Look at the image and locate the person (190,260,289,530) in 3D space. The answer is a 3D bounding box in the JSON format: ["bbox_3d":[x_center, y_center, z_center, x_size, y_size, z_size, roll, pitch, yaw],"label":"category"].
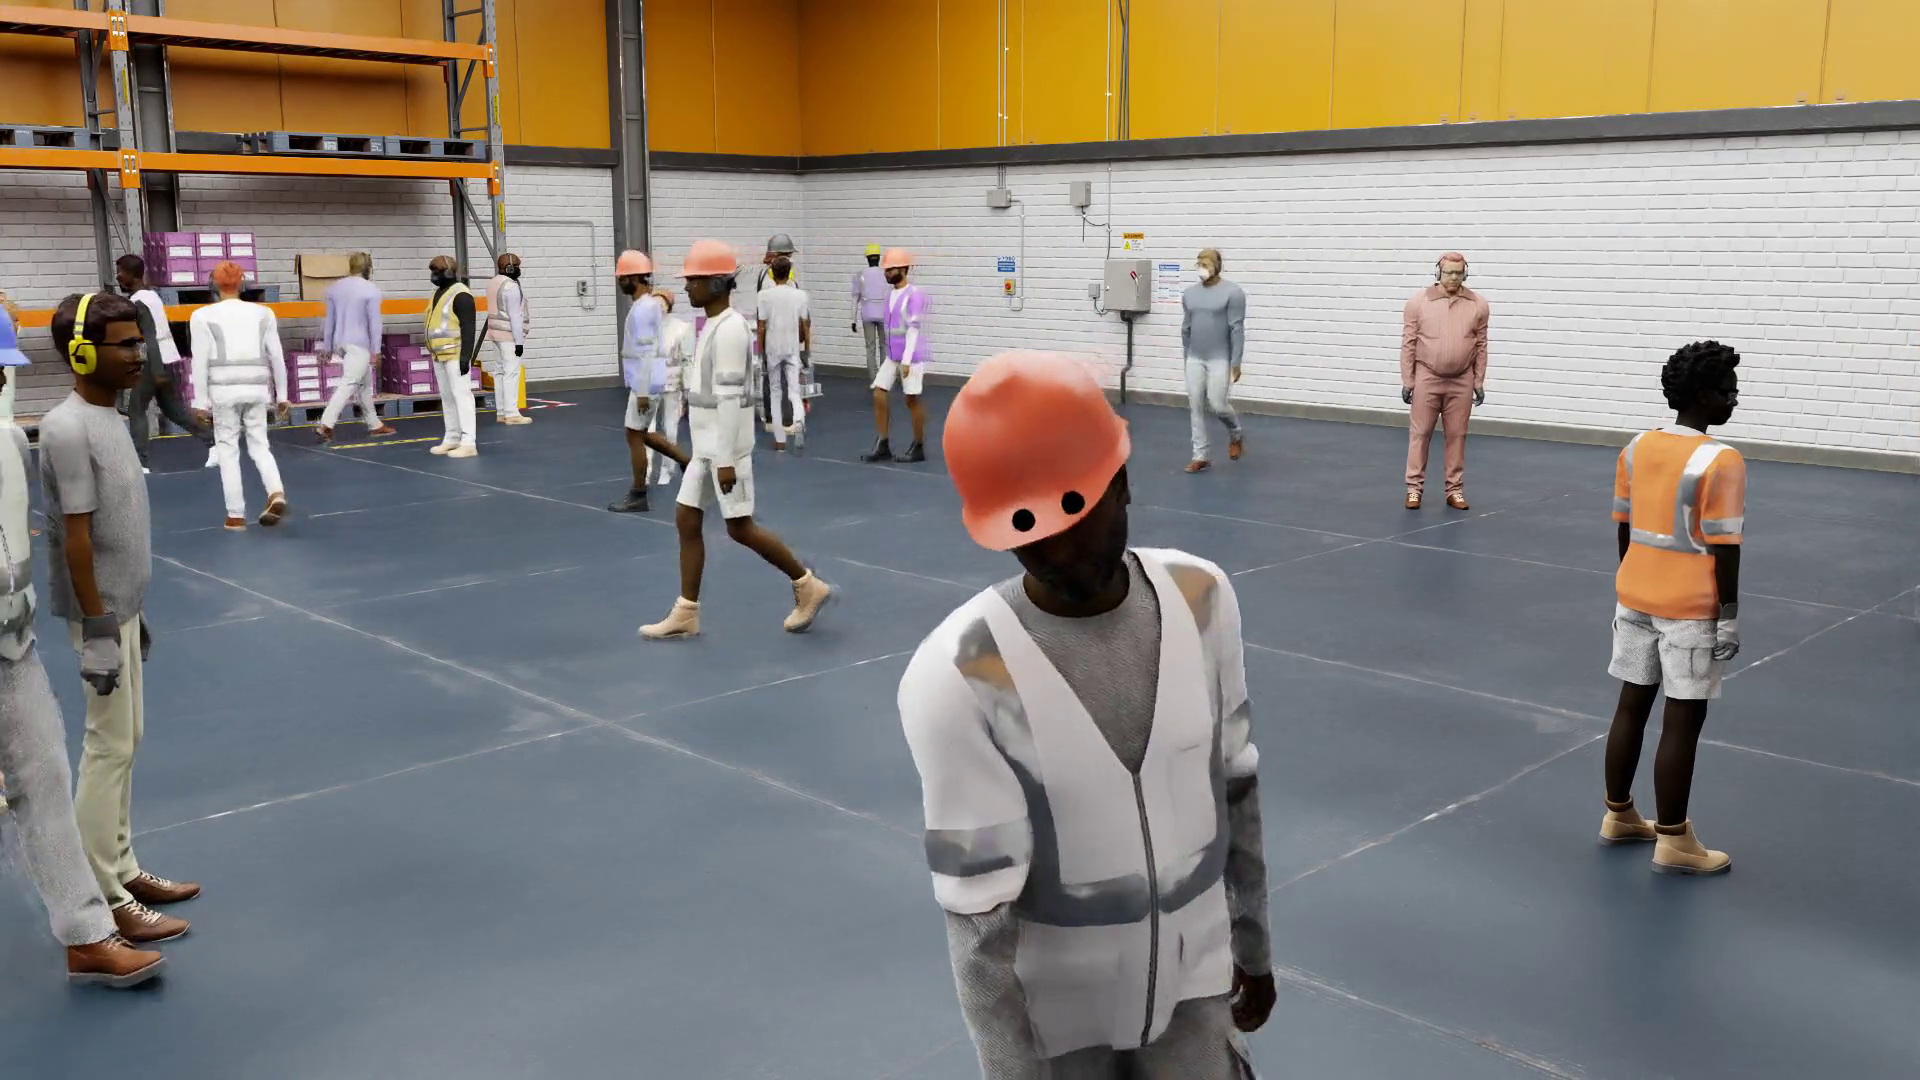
[{"bbox_3d":[-4.866,-0.968,11.313,0.621,1.865,0.599,-9,14,-42],"label":"person"}]

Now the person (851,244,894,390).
[{"bbox_3d":[-1.136,-2.945,21.960,0.615,1.901,0.761,-1,10,-6],"label":"person"}]

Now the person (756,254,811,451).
[{"bbox_3d":[-1.634,-1.719,15.457,0.511,1.853,0.657,-3,11,-18],"label":"person"}]

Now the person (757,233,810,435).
[{"bbox_3d":[-1.796,-2.097,16.979,0.536,2.000,0.676,-4,11,-21],"label":"person"}]

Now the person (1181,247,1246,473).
[{"bbox_3d":[2.185,-1.541,14.242,0.631,1.923,0.622,9,14,40],"label":"person"}]

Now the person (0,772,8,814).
[{"bbox_3d":[-3.575,0.051,5.826,0.429,1.839,0.623,-3,11,-18],"label":"person"}]

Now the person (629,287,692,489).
[{"bbox_3d":[-2.391,-1.196,13.233,0.528,1.598,0.820,-1,10,-3],"label":"person"}]

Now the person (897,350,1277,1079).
[{"bbox_3d":[0.219,0.669,2.350,0.640,1.877,0.578,-4,11,-21],"label":"person"}]

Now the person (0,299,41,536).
[{"bbox_3d":[-6.441,-0.787,11.019,0.525,1.605,0.541,-8,13,-39],"label":"person"}]

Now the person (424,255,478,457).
[{"bbox_3d":[-4.676,-1.679,15.249,0.429,1.839,0.634,-10,14,-42],"label":"person"}]

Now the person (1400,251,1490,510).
[{"bbox_3d":[3.579,-1.170,12.298,0.642,1.906,0.410,1,10,3],"label":"person"}]

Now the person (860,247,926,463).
[{"bbox_3d":[-0.593,-1.611,14.693,0.722,1.914,0.546,-8,13,-38],"label":"person"}]

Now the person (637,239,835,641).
[{"bbox_3d":[-1.121,-0.488,8.302,0.957,2.011,0.618,-3,11,-18],"label":"person"}]

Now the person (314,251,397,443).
[{"bbox_3d":[-6.035,-1.899,16.384,0.628,1.884,1.022,6,12,30],"label":"person"}]

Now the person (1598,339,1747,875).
[{"bbox_3d":[2.298,0.209,5.331,0.317,1.698,0.540,-3,11,-15],"label":"person"}]

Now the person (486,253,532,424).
[{"bbox_3d":[-4.843,-2.159,17.901,0.431,1.836,0.619,-8,13,-37],"label":"person"}]

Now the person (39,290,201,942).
[{"bbox_3d":[-2.447,0.221,4.810,0.309,1.868,0.535,-3,11,-17],"label":"person"}]

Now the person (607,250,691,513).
[{"bbox_3d":[-2.235,-1.148,12.154,0.667,1.921,0.553,-1,10,-7],"label":"person"}]

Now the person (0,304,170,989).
[{"bbox_3d":[-2.680,0.287,4.420,1.012,1.889,0.630,2,11,12],"label":"person"}]

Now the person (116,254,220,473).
[{"bbox_3d":[-6.806,-1.498,14.227,0.885,1.882,0.627,-3,11,-14],"label":"person"}]
